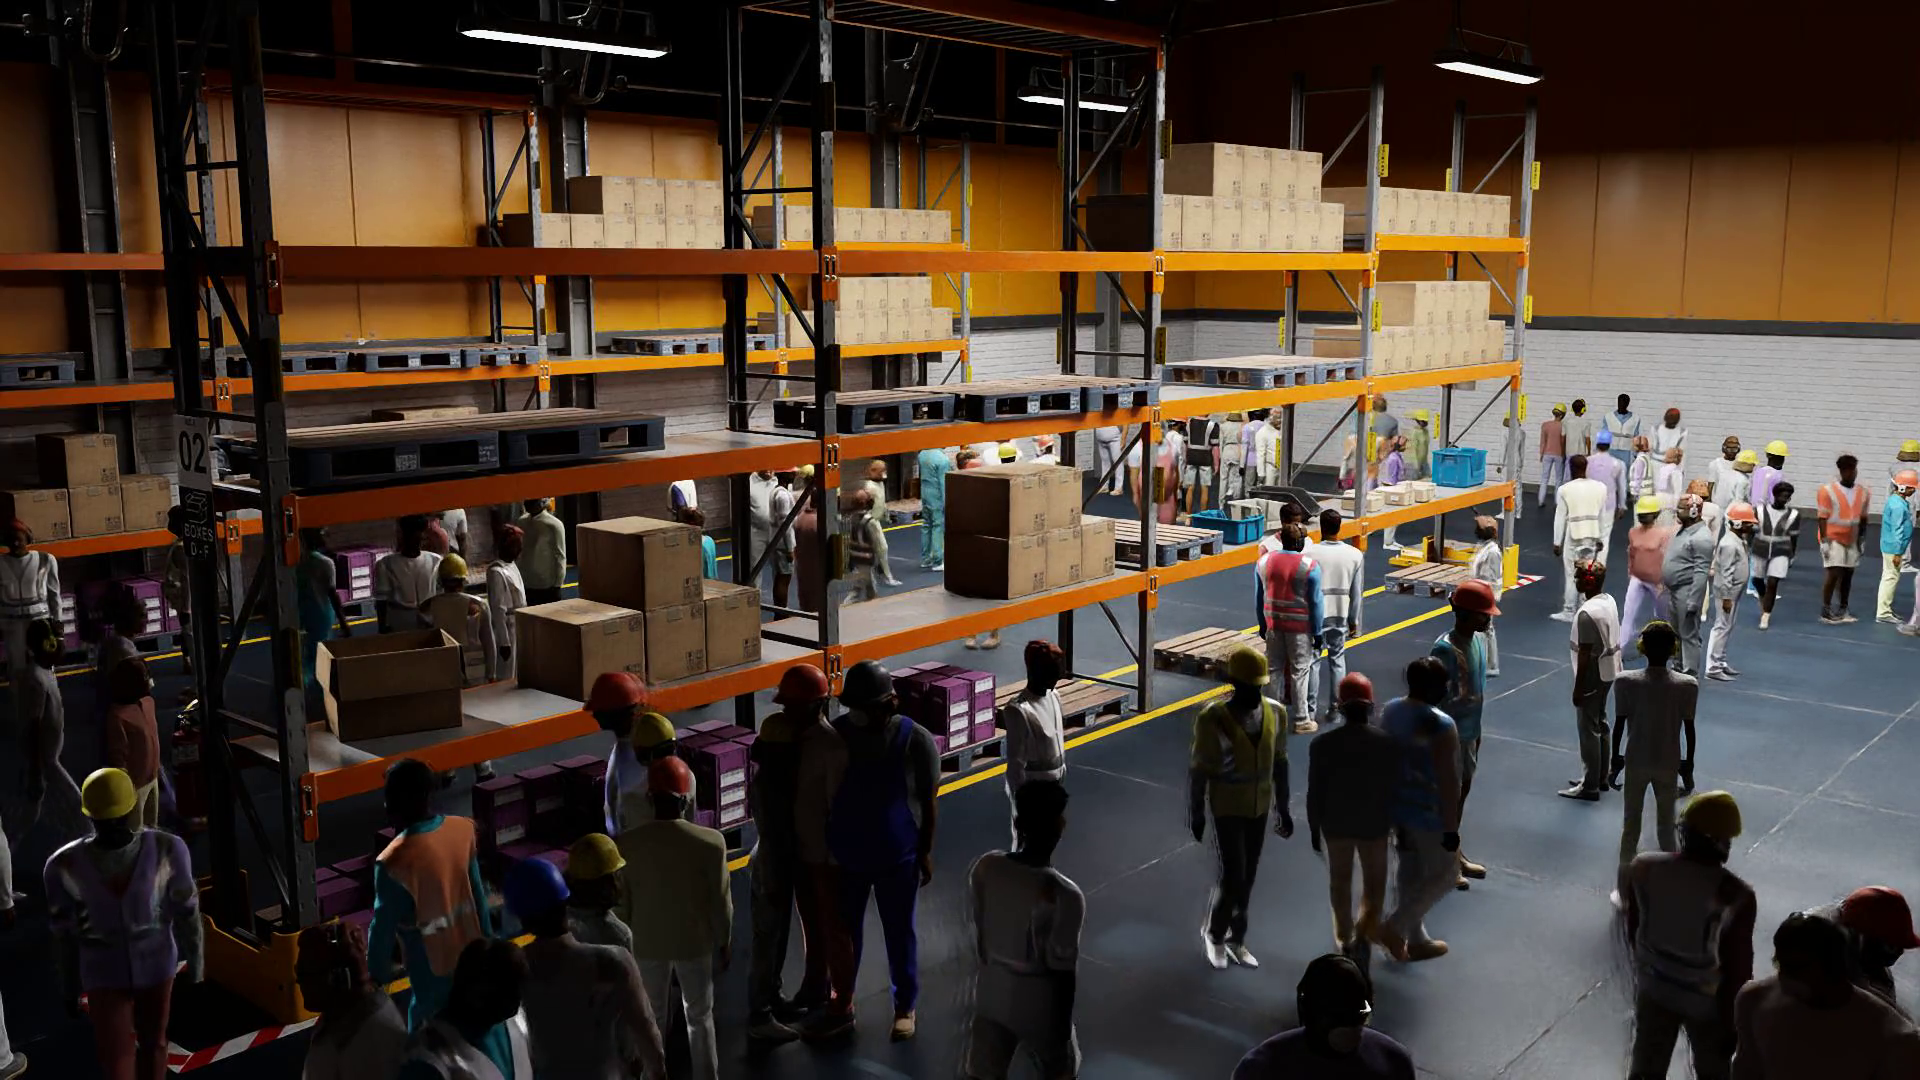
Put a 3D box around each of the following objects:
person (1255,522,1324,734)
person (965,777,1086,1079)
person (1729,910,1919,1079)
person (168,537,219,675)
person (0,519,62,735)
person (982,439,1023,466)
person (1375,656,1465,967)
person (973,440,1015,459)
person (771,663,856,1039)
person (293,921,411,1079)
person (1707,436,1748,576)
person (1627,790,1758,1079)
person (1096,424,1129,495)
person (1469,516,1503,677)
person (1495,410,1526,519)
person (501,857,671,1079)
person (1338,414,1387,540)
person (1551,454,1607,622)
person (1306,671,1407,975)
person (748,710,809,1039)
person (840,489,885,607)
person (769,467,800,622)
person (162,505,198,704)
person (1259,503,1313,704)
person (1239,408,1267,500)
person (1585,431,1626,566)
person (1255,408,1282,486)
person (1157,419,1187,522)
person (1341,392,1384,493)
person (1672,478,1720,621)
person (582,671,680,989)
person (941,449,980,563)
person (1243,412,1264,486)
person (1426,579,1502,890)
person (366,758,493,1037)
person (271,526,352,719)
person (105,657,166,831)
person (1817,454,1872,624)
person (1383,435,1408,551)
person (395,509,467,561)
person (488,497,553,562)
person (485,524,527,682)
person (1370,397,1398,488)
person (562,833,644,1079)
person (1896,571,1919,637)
[{"bbox_3d":[2.861,0.753,14.382,0.636,1.842,0.429,8,12,39],"label":"person"},{"bbox_3d":[0.233,1.960,6.994,0.606,1.922,0.987,8,12,40],"label":"person"},{"bbox_3d":[3.016,2.169,5.770,0.673,1.907,0.640,-7,12,-38],"label":"person"},{"bbox_3d":[-7.558,0.482,16.455,0.318,1.690,0.527,3,10,20],"label":"person"},{"bbox_3d":[-8.055,0.745,14.332,0.578,1.879,0.370,-4,10,-24],"label":"person"},{"bbox_3d":[0.575,-0.656,22.858,0.569,1.815,0.763,2,10,13],"label":"person"},{"bbox_3d":[2.625,1.566,9.551,0.506,1.831,0.644,-3,10,-20],"label":"person"},{"bbox_3d":[0.515,-0.840,23.732,0.626,1.913,0.858,5,11,27],"label":"person"},{"bbox_3d":[-0.780,1.619,8.794,0.407,1.986,0.616,-6,11,-32],"label":"person"},{"bbox_3d":[-2.033,2.195,5.646,0.408,1.895,0.660,-5,11,-29],"label":"person"},{"bbox_3d":[9.895,-0.431,21.489,0.501,1.839,0.347,0,10,2],"label":"person"},{"bbox_3d":[3.251,1.954,7.358,0.920,1.775,0.600,-9,13,-42],"label":"person"},{"bbox_3d":[2.622,-1.800,29.033,0.537,2.000,0.678,-8,13,-41],"label":"person"},{"bbox_3d":[5.078,0.576,16.128,0.399,1.629,0.528,1,10,6],"label":"person"},{"bbox_3d":[8.712,-1.202,26.349,0.492,1.742,0.323,-4,10,-22],"label":"person"},{"bbox_3d":[-1.448,2.078,6.282,0.712,1.900,0.671,-1,10,-3],"label":"person"},{"bbox_3d":[5.865,-0.922,24.279,0.623,1.873,0.905,8,12,39],"label":"person"},{"bbox_3d":[7.007,-0.014,18.814,0.637,1.903,0.458,-2,10,-10],"label":"person"},{"bbox_3d":[2.270,1.617,9.528,0.584,1.734,0.617,3,10,16],"label":"person"},{"bbox_3d":[-0.952,1.746,8.786,0.320,1.737,0.486,1,10,5],"label":"person"},{"bbox_3d":[-1.116,0.245,18.111,0.778,1.607,0.516,-4,11,-25],"label":"person"},{"bbox_3d":[-1.929,0.030,18.403,0.350,1.942,0.545,-3,10,-17],"label":"person"},{"bbox_3d":[-7.122,0.586,15.378,0.430,1.845,0.621,-2,10,-12],"label":"person"},{"bbox_3d":[2.957,0.598,15.123,0.595,1.909,0.405,-6,11,-31],"label":"person"},{"bbox_3d":[4.580,-1.217,25.946,0.592,1.912,0.399,-7,12,-36],"label":"person"},{"bbox_3d":[8.266,-0.462,21.479,0.630,1.887,1.000,5,11,26],"label":"person"},{"bbox_3d":[4.706,-1.038,24.944,0.654,1.891,0.400,-8,12,-38],"label":"person"},{"bbox_3d":[3.271,-1.095,25.912,0.706,1.667,0.540,-1,10,-6],"label":"person"},{"bbox_3d":[6.791,-1.570,27.868,0.649,1.971,0.664,4,10,21],"label":"person"},{"bbox_3d":[8.316,0.115,18.839,0.505,1.626,0.277,0,10,3],"label":"person"},{"bbox_3d":[-1.712,1.628,8.927,0.563,1.912,0.547,-1,10,-8],"label":"person"},{"bbox_3d":[-0.003,-0.406,21.991,0.601,1.605,0.514,-4,10,-24],"label":"person"},{"bbox_3d":[4.722,-1.207,26.521,0.533,1.697,0.318,-5,11,-26],"label":"person"},{"bbox_3d":[3.281,1.253,10.855,0.406,2.031,0.612,8,12,39],"label":"person"},{"bbox_3d":[-2.402,1.895,7.495,1.016,1.861,0.604,3,10,16],"label":"person"},{"bbox_3d":[-5.728,0.724,14.653,0.501,1.814,0.929,7,12,37],"label":"person"},{"bbox_3d":[-5.111,1.529,10.363,0.278,1.635,0.506,0,10,-1],"label":"person"},{"bbox_3d":[9.903,-0.003,18.654,0.613,1.929,0.525,-1,10,-8],"label":"person"},{"bbox_3d":[6.134,-0.665,23.482,0.313,1.631,0.523,3,10,16],"label":"person"},{"bbox_3d":[-5.339,0.244,16.830,0.680,2.000,0.535,-4,10,-21],"label":"person"},{"bbox_3d":[-4.970,-0.108,18.931,0.706,2.000,0.540,0,10,-1],"label":"person"},{"bbox_3d":[-3.784,0.801,13.962,0.355,1.887,0.574,-1,10,-4],"label":"person"},{"bbox_3d":[6.690,-1.345,26.764,0.648,1.888,0.898,1,10,5],"label":"person"},{"bbox_3d":[-1.498,2.056,6.896,0.487,1.744,0.297,5,11,29],"label":"person"},{"bbox_3d":[10.521,0.107,17.879,0.646,1.949,0.833,-5,11,-26],"label":"person"}]
